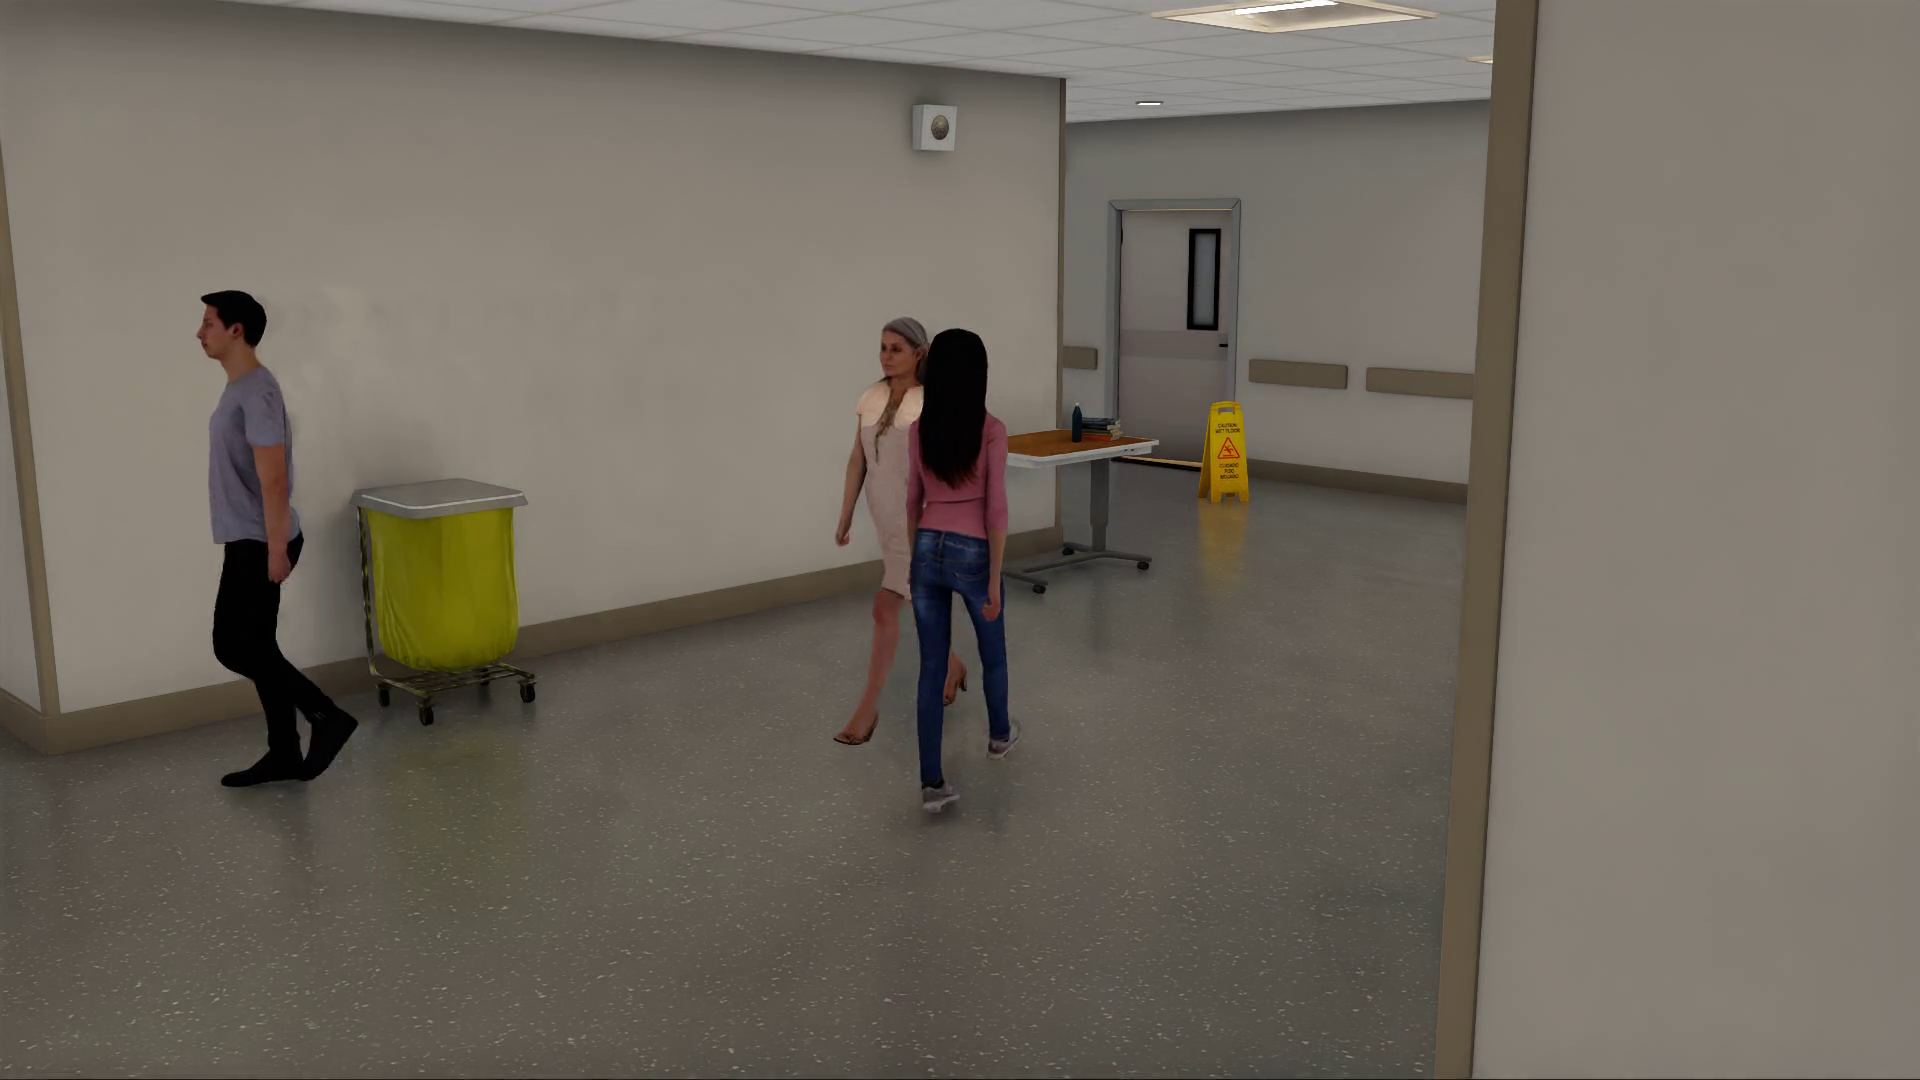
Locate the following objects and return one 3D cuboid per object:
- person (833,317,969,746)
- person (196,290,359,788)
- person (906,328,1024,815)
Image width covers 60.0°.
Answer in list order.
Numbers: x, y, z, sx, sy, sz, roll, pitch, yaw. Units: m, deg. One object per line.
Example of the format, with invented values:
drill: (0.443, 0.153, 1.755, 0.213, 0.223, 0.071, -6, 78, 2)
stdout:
person: (-0.192, -0.031, 6.872, 1.140, 1.684, 0.770, 8, 13, 36)
person: (-2.524, 0.010, 6.213, 0.832, 1.848, 0.764, -6, 12, -28)
person: (-0.050, 0.133, 5.957, 1.111, 1.703, 0.972, 4, 11, 21)
